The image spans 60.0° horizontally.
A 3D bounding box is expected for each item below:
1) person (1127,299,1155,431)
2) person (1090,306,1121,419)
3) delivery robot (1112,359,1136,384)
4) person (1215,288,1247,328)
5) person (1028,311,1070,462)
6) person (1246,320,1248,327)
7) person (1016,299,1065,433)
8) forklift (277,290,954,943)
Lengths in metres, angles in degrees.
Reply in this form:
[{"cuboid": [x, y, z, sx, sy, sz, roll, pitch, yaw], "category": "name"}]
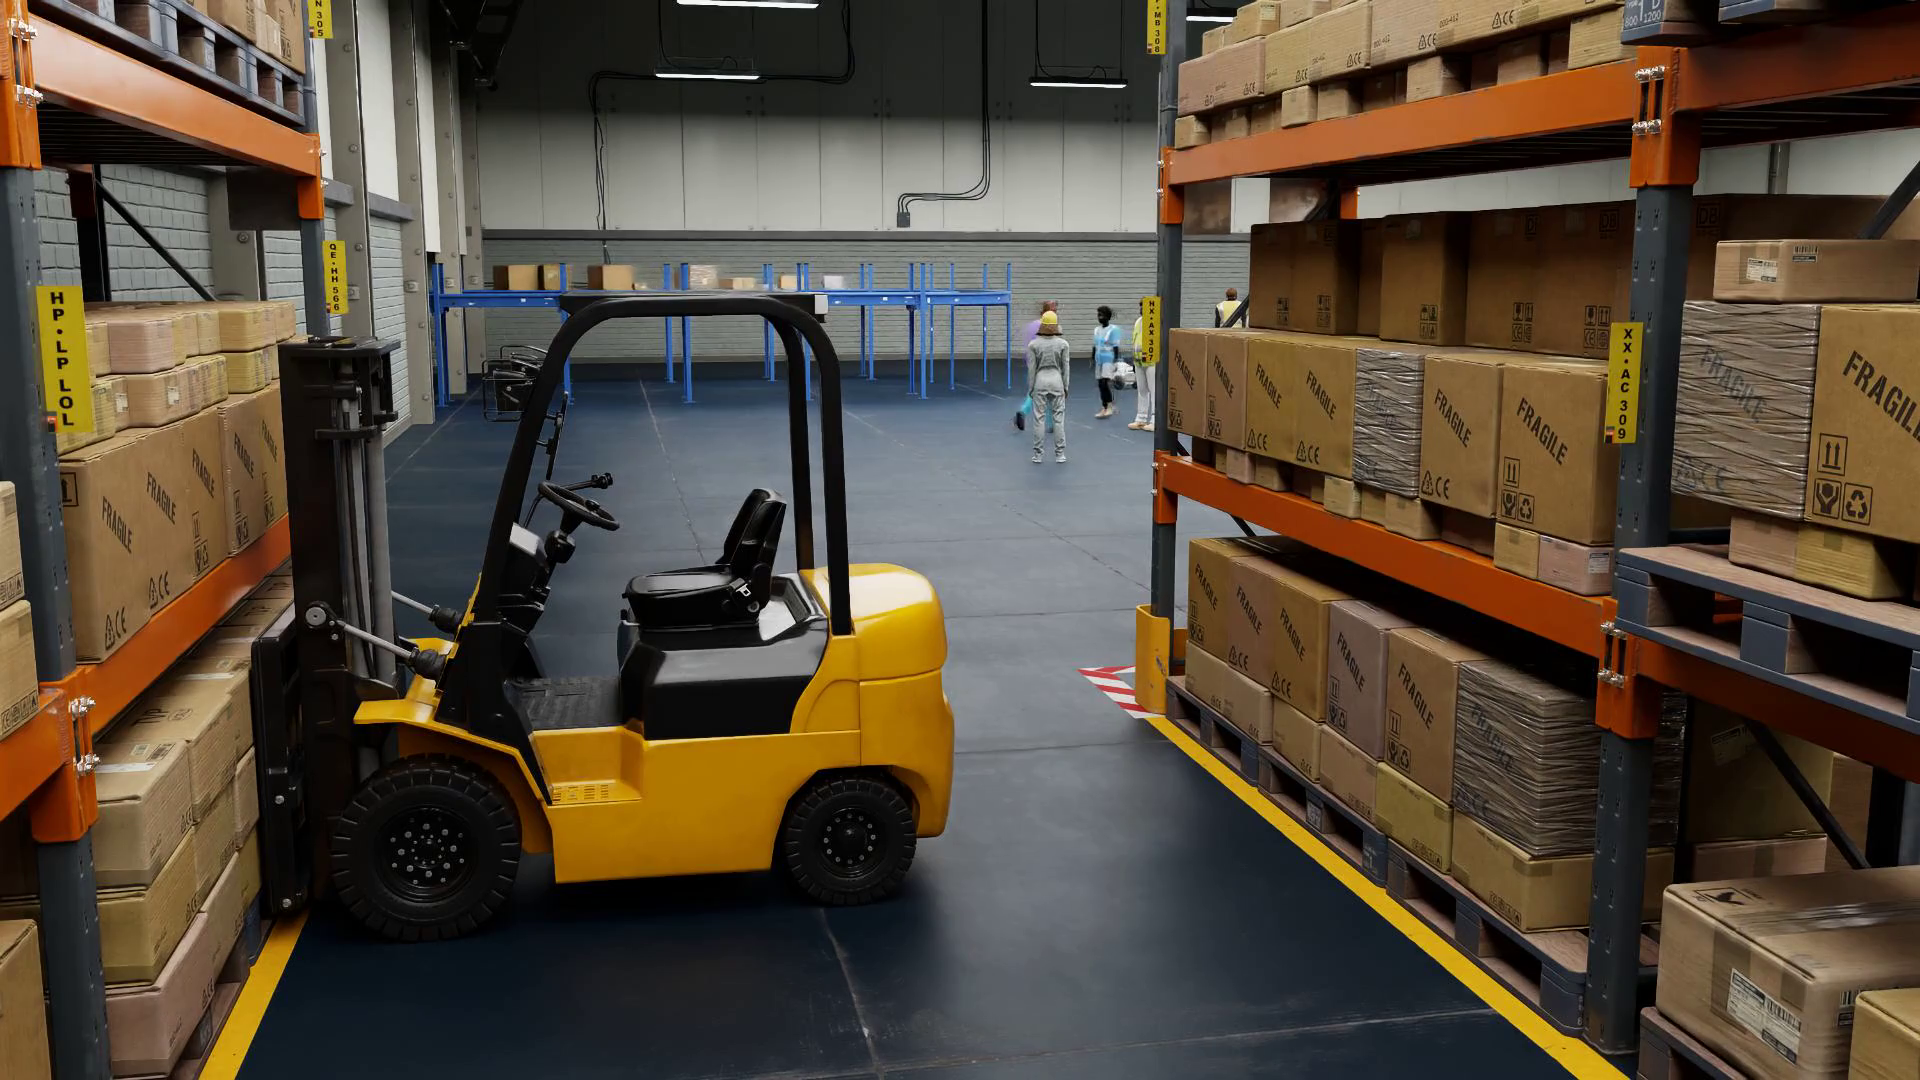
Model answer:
[{"cuboid": [2.598, -2.438, 23.014, 0.430, 1.845, 0.622, -6, 11, -32], "category": "person"}, {"cuboid": [2.141, -2.636, 24.703, 0.380, 1.679, 0.548, -7, 11, -35], "category": "person"}, {"cuboid": [2.997, -3.143, 31.066, 0.477, 0.478, 0.707, -6, 11, -32], "category": "delivery robot"}, {"cuboid": [5.355, -4.052, 32.854, 0.621, 1.845, 0.429, 2, 10, 15], "category": "person"}, {"cuboid": [1.025, -1.772, 19.253, 0.487, 1.744, 0.297, 0, 9, 1], "category": "person"}, {"cuboid": [4.441, -2.608, 24.005, 0.648, 1.857, 0.974, 3, 10, 16], "category": "person"}, {"cuboid": [1.128, -2.359, 22.600, 0.737, 1.825, 0.579, -9, 13, -43], "category": "person"}, {"cuboid": [-1.179, 0.175, 6.143, 2.313, 2.155, 1.214, -2, 10, -12], "category": "forklift"}]
